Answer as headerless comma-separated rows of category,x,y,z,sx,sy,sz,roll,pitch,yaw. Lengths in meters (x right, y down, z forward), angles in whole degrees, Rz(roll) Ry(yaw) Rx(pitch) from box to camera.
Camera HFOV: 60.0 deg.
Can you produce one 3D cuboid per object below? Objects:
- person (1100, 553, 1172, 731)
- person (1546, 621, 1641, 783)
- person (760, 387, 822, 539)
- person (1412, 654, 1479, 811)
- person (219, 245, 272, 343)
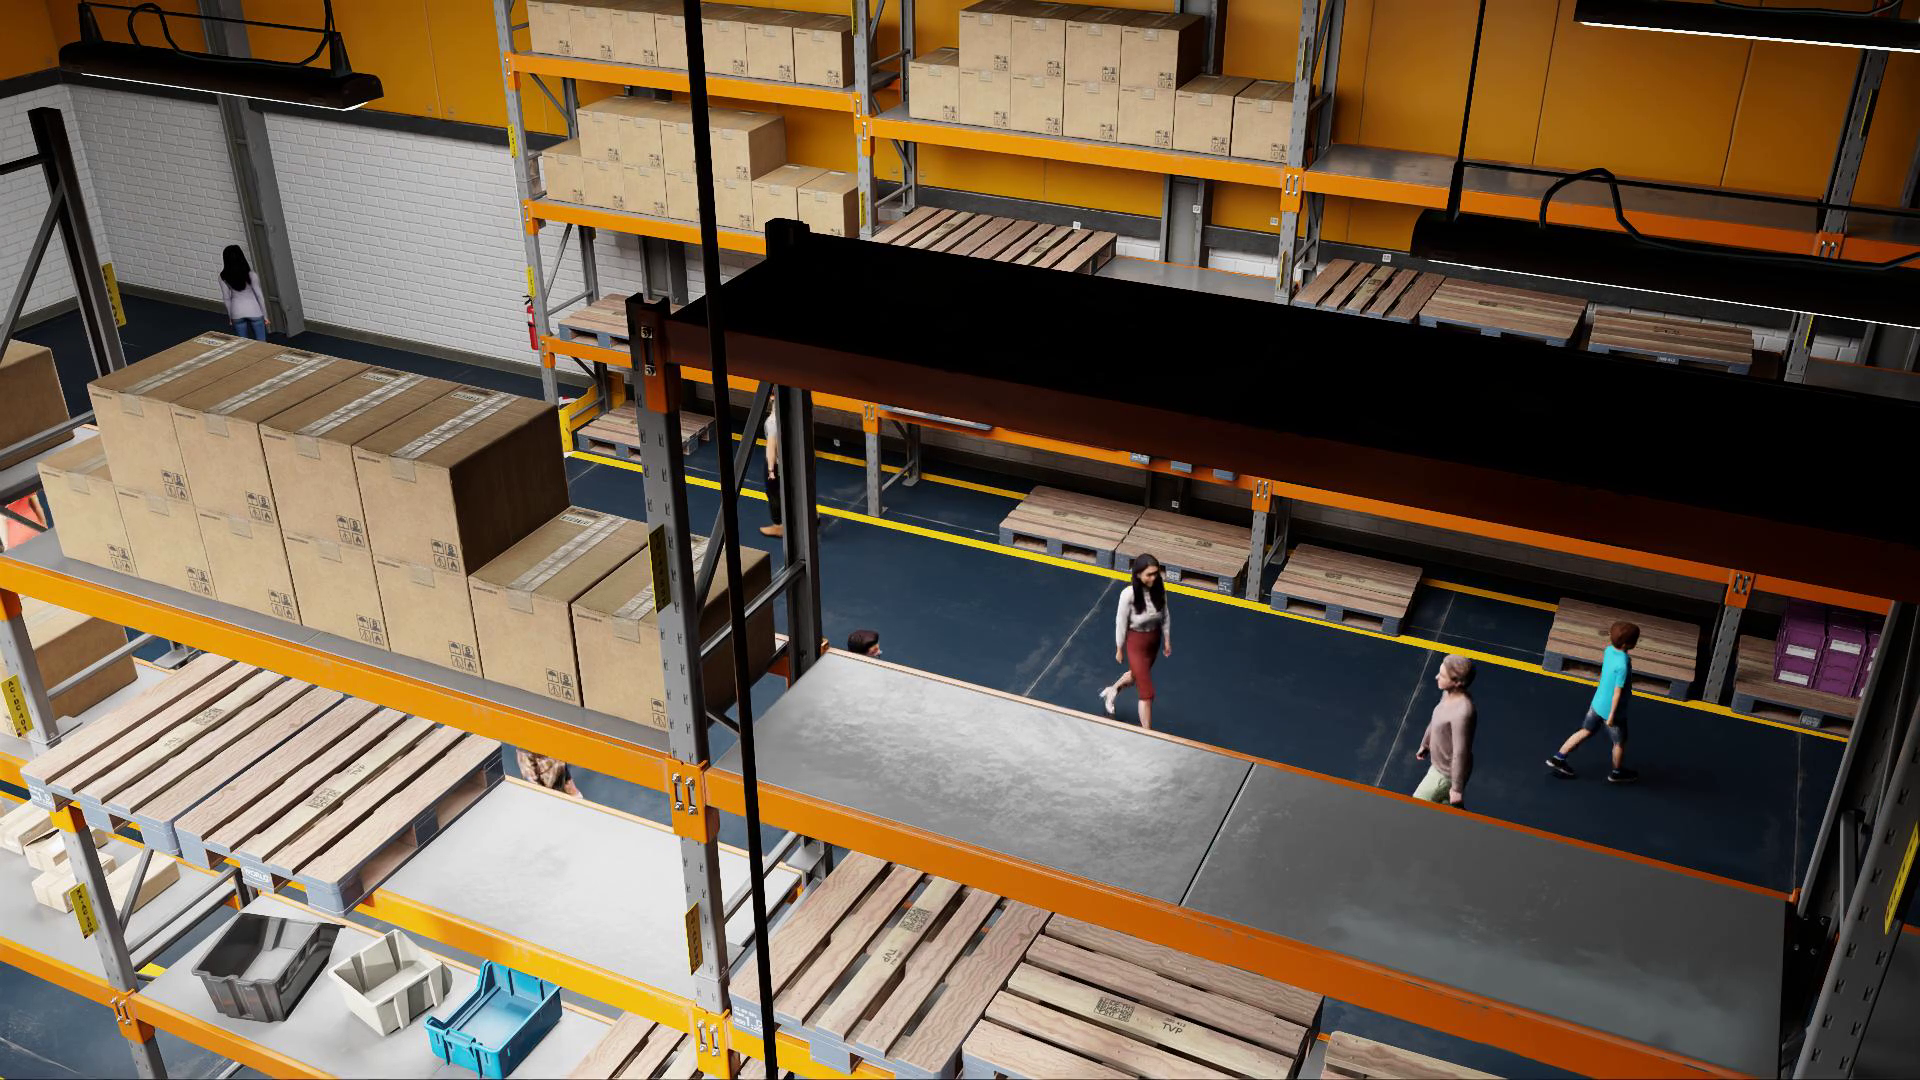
person,1.406,0.857,13.251,1.001,1.715,1.164,-16,33,-27
person,4.933,1.258,12.818,1.009,1.425,0.804,-1,29,-2
person,-1.683,-0.772,16.250,0.878,1.703,0.640,15,32,25
person,3.514,1.643,11.672,1.061,1.847,0.860,5,29,10
person,-8.429,-2.648,19.655,0.646,1.735,0.749,-4,29,-8
